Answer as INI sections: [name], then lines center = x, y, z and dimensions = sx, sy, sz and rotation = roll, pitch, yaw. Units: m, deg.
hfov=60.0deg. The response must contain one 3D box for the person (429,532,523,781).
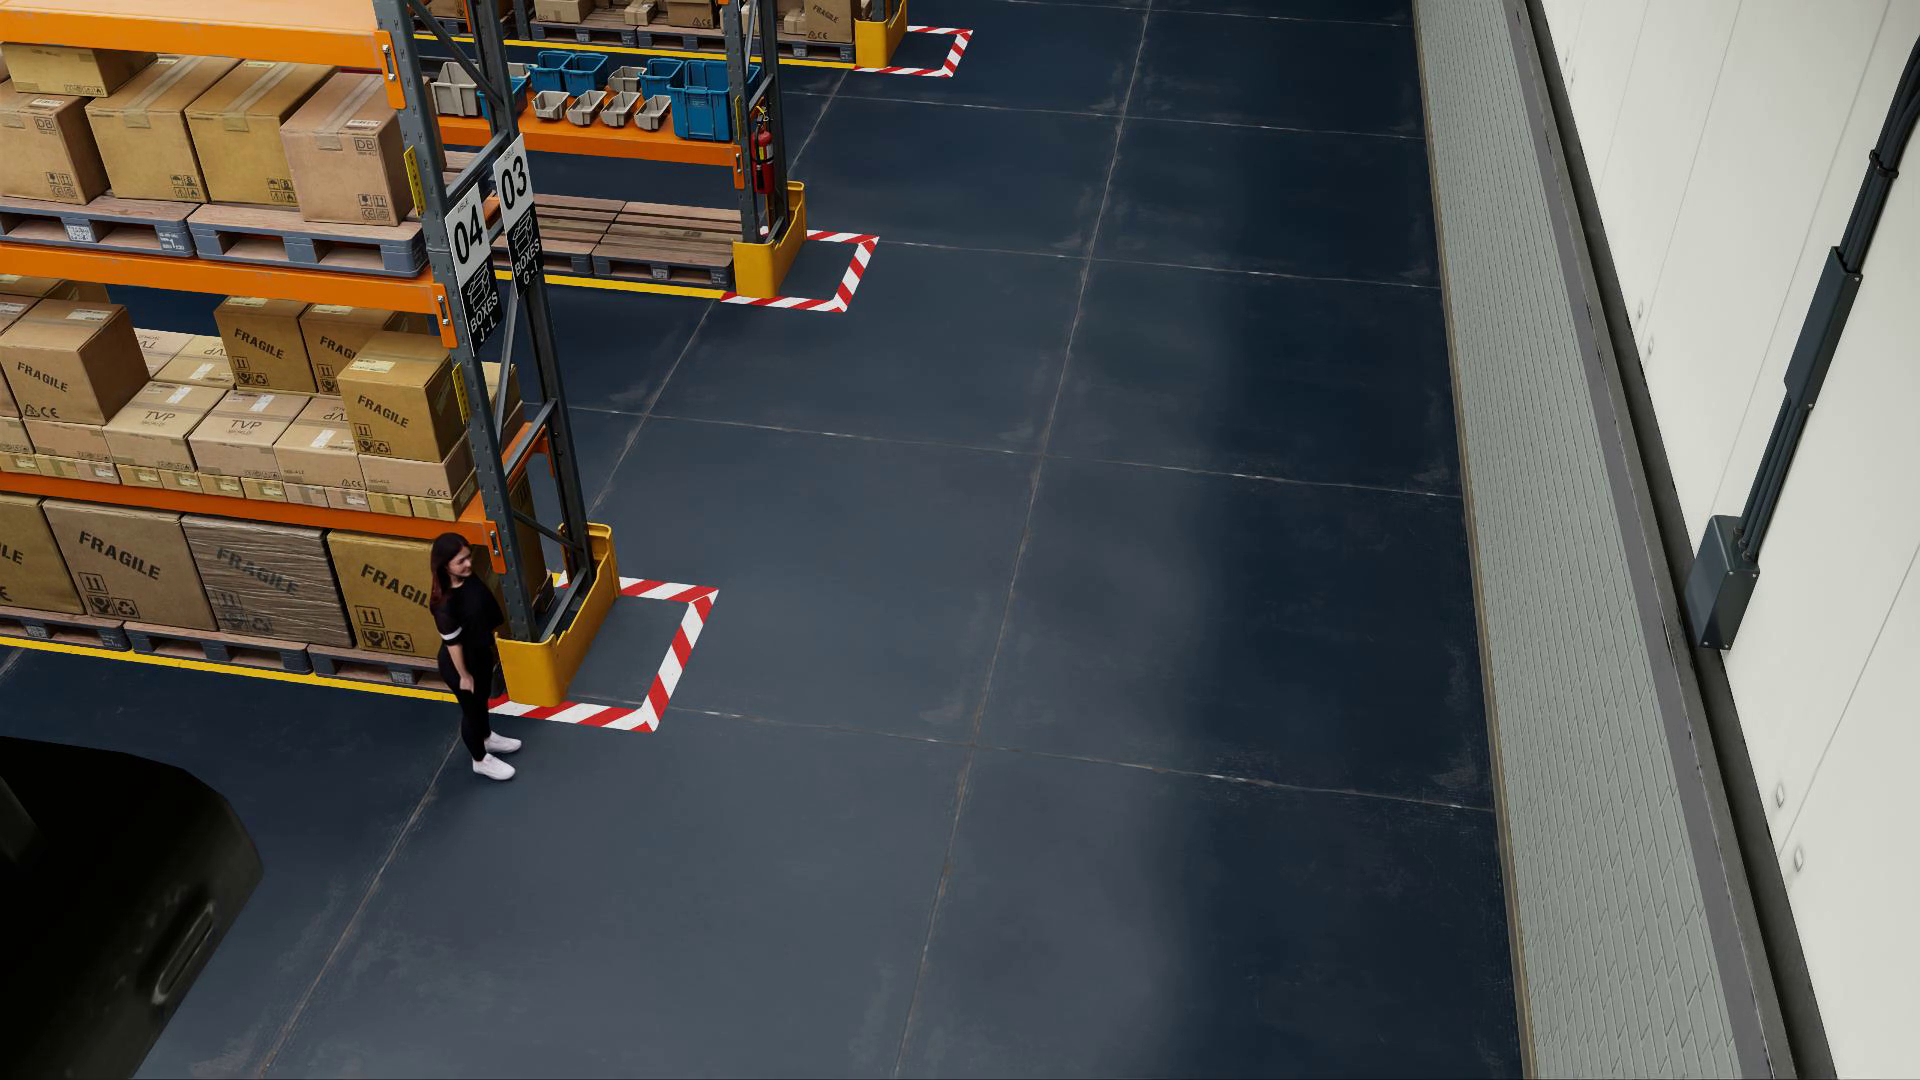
[person]
center = -2.697, 0.625, 9.145
dimensions = 0.622, 1.638, 0.635
rotation = 0, 38, 1
